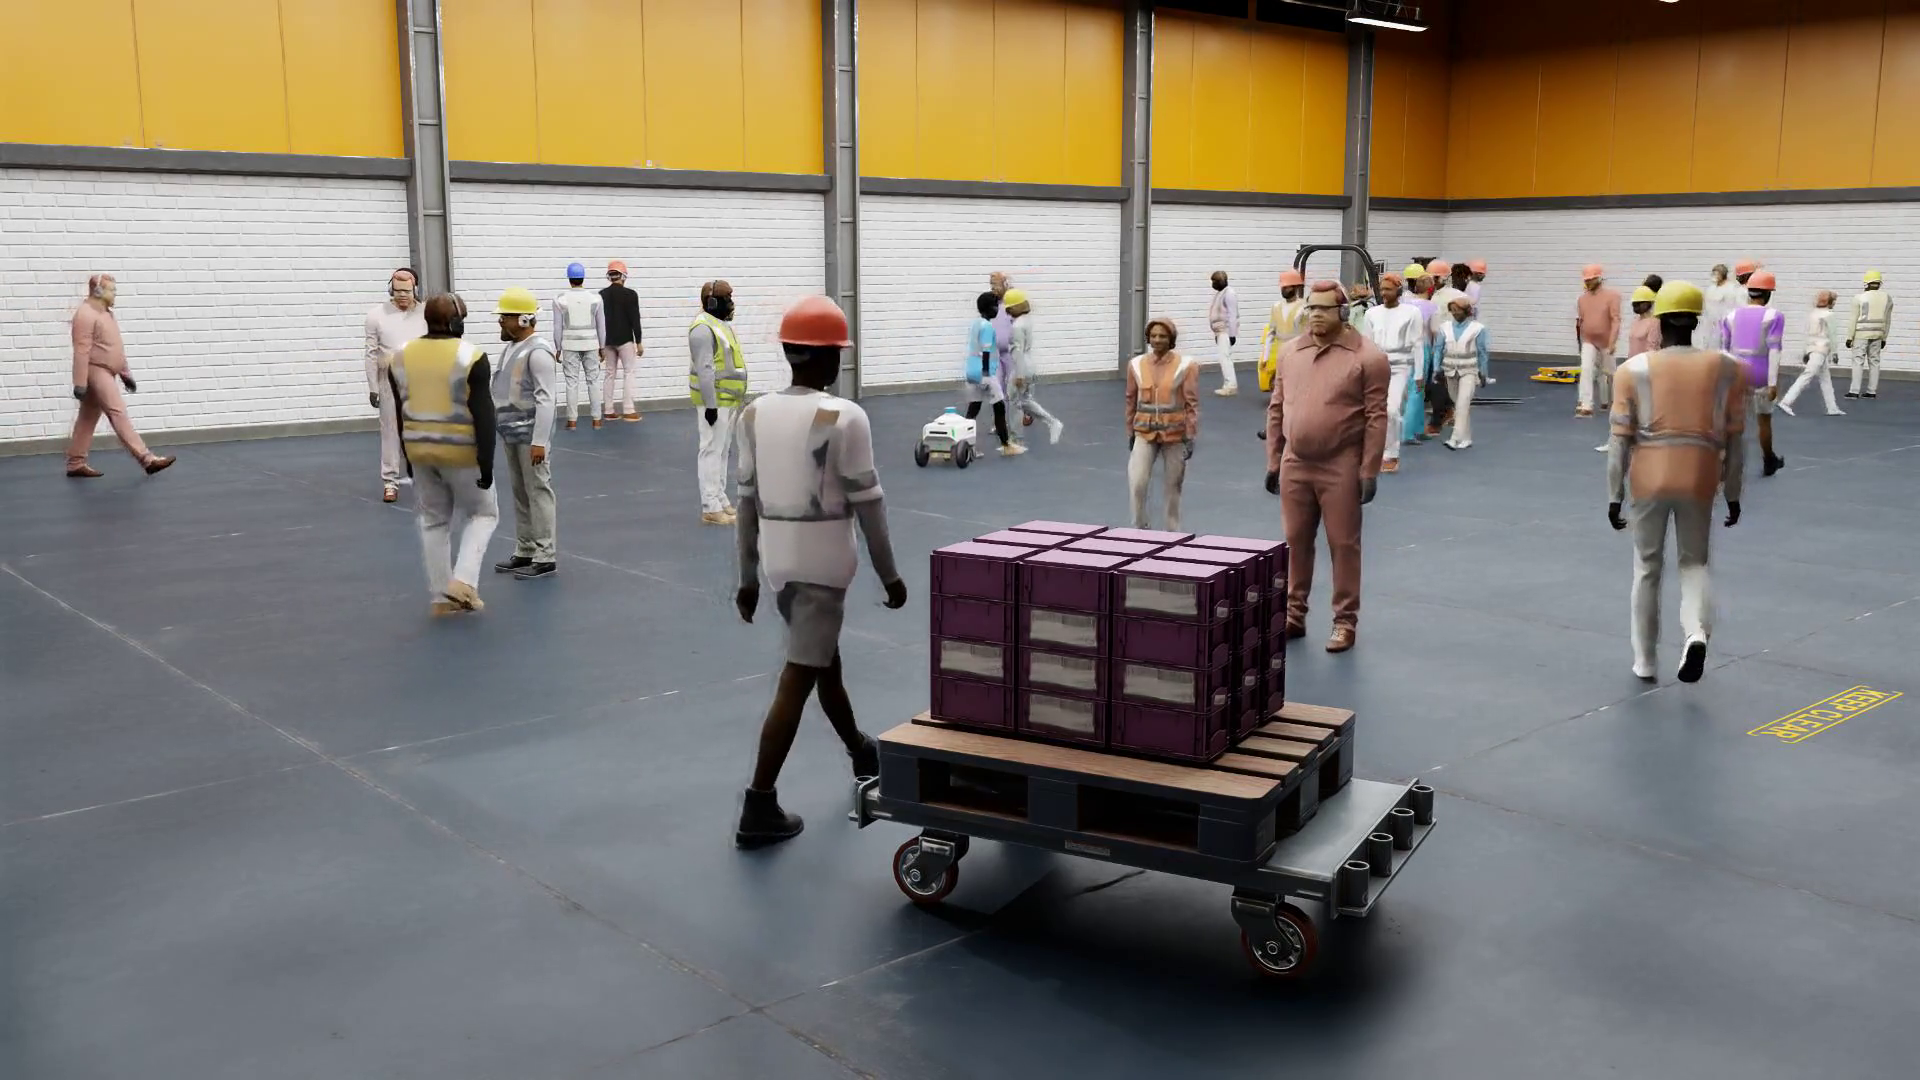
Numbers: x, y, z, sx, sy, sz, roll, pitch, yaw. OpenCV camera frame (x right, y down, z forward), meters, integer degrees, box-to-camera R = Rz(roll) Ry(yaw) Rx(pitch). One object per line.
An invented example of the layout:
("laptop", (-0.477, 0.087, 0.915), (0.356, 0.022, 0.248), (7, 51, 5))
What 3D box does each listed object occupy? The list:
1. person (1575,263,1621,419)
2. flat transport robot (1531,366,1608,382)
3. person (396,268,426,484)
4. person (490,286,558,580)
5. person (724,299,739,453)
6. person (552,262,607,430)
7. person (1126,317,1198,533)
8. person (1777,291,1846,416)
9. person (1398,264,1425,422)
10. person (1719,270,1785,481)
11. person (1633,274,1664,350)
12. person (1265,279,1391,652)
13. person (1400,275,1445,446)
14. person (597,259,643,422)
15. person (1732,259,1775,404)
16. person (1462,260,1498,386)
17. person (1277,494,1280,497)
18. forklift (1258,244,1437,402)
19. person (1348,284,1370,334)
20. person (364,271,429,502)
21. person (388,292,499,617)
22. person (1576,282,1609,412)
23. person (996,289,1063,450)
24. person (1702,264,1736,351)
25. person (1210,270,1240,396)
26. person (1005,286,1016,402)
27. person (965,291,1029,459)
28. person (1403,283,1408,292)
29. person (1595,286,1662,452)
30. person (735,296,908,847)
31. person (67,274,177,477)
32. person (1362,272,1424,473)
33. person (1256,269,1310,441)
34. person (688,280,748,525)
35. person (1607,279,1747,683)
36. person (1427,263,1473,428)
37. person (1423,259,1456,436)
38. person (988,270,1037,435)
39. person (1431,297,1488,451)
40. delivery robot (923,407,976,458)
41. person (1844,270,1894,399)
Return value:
("person", (8.075, -2.516, 20.960), (0.620, 1.946, 0.987), (9, 13, 44))
("flat transport robot", (9.971, -2.676, 26.781), (1.431, 0.197, 0.652), (-5, 11, -25))
("person", (-4.845, -1.453, 14.802), (0.399, 1.920, 0.590), (1, 10, 7))
("person", (-2.751, -0.672, 10.485), (0.404, 1.833, 0.592), (-7, 12, -35))
("person", (-2.447, -1.671, 16.938), (0.343, 1.617, 0.518), (-5, 11, -26))
("person", (-4.419, -2.245, 19.344), (0.605, 1.951, 0.380), (-3, 10, -20))
("person", (1.319, -0.655, 10.995), (0.518, 1.619, 0.567), (4, 10, 21))
("person", (10.849, -2.364, 21.091), (0.855, 1.590, 0.579), (0, 10, 2))
("person", (5.499, -2.397, 20.306), (0.369, 1.928, 0.585), (3, 10, 15))
("person", (7.208, -1.488, 15.093), (0.971, 1.884, 0.572), (-8, 13, -40))
("person", (7.995, -2.139, 19.103), (0.549, 1.829, 0.862), (2, 10, 10))
("person", (1.857, -0.381, 8.571), (0.651, 1.904, 0.403), (8, 12, 38))
("person", (4.995, -1.926, 17.854), (0.753, 1.815, 0.589), (-5, 11, -28))
("person", (-4.188, -2.445, 20.439), (0.626, 1.982, 0.425), (4, 11, 23))
("person", (10.736, -2.814, 22.618), (0.631, 1.976, 1.020), (-4, 10, -21))
("person", (7.809, -3.354, 25.827), (1.094, 1.978, 0.618), (0, 10, 2))
("person", (2.904, -1.142, 13.541), (0.874, 1.727, 0.527), (-4, 10, -22))
("forklift", (5.256, -2.933, 22.661), (2.313, 2.155, 1.214), (3, 10, 16))
("person", (6.184, -3.134, 25.588), (0.758, 1.608, 0.505), (9, 13, 43))
("person", (-4.573, -1.266, 13.764), (0.639, 1.902, 0.407), (-5, 11, -27))
("person", (-2.851, -0.460, 9.280), (0.627, 1.831, 0.437), (2, 10, 12))
("person", (8.254, -2.557, 21.617), (0.549, 1.811, 0.939), (7, 12, 34))
("person", (0.710, -1.743, 17.185), (0.626, 1.700, 0.521), (2, 10, 11))
("person", (11.179, -3.079, 24.349), (0.627, 1.919, 0.637), (-1, 10, -5))
("person", (3.849, -3.008, 24.222), (0.434, 1.821, 0.658), (-1, 10, -4))
("person", (0.723, -2.712, 23.070), (0.377, 1.621, 0.500), (-9, 13, -42))
("person", (0.334, -1.635, 16.580), (0.785, 1.661, 0.542), (-2, 10, -14))
("person", (7.762, -3.677, 27.945), (0.673, 1.894, 0.941), (6, 12, 33))
("person", (7.077, -1.759, 17.161), (0.910, 1.726, 0.524), (-3, 10, -16))
("person", (-0.496, 0.084, 5.922), (0.553, 1.879, 1.032), (8, 12, 38))
("person", (-7.746, -1.487, 15.199), (0.995, 1.846, 0.646), (-2, 10, -14))
("person", (3.956, -1.538, 15.444), (0.617, 1.865, 0.561), (9, 13, 41))
("person", (3.572, -1.990, 18.064), (1.003, 1.887, 0.557), (-7, 12, -35))
("person", (-1.825, -1.044, 12.632), (0.429, 1.845, 0.622), (1, 10, 5))
("person", (3.346, -0.253, 7.781), (0.621, 1.914, 0.606), (3, 10, 15))
("person", (5.823, -2.289, 19.640), (0.478, 1.935, 0.709), (-3, 10, -17))
("person", (5.373, -2.151, 18.695), (0.474, 1.980, 0.640), (-2, 10, -12))
("person", (0.574, -2.138, 18.964), (0.654, 1.876, 0.667), (7, 12, 34))
("person", (5.168, -1.707, 17.246), (0.521, 1.584, 0.903), (8, 13, 40))
("delivery robot", (-0.096, -1.044, 16.124), (0.477, 0.478, 0.707), (3, 10, 18))
("person", (12.832, -2.891, 23.515), (0.596, 1.826, 0.403), (-1, 10, -4))
